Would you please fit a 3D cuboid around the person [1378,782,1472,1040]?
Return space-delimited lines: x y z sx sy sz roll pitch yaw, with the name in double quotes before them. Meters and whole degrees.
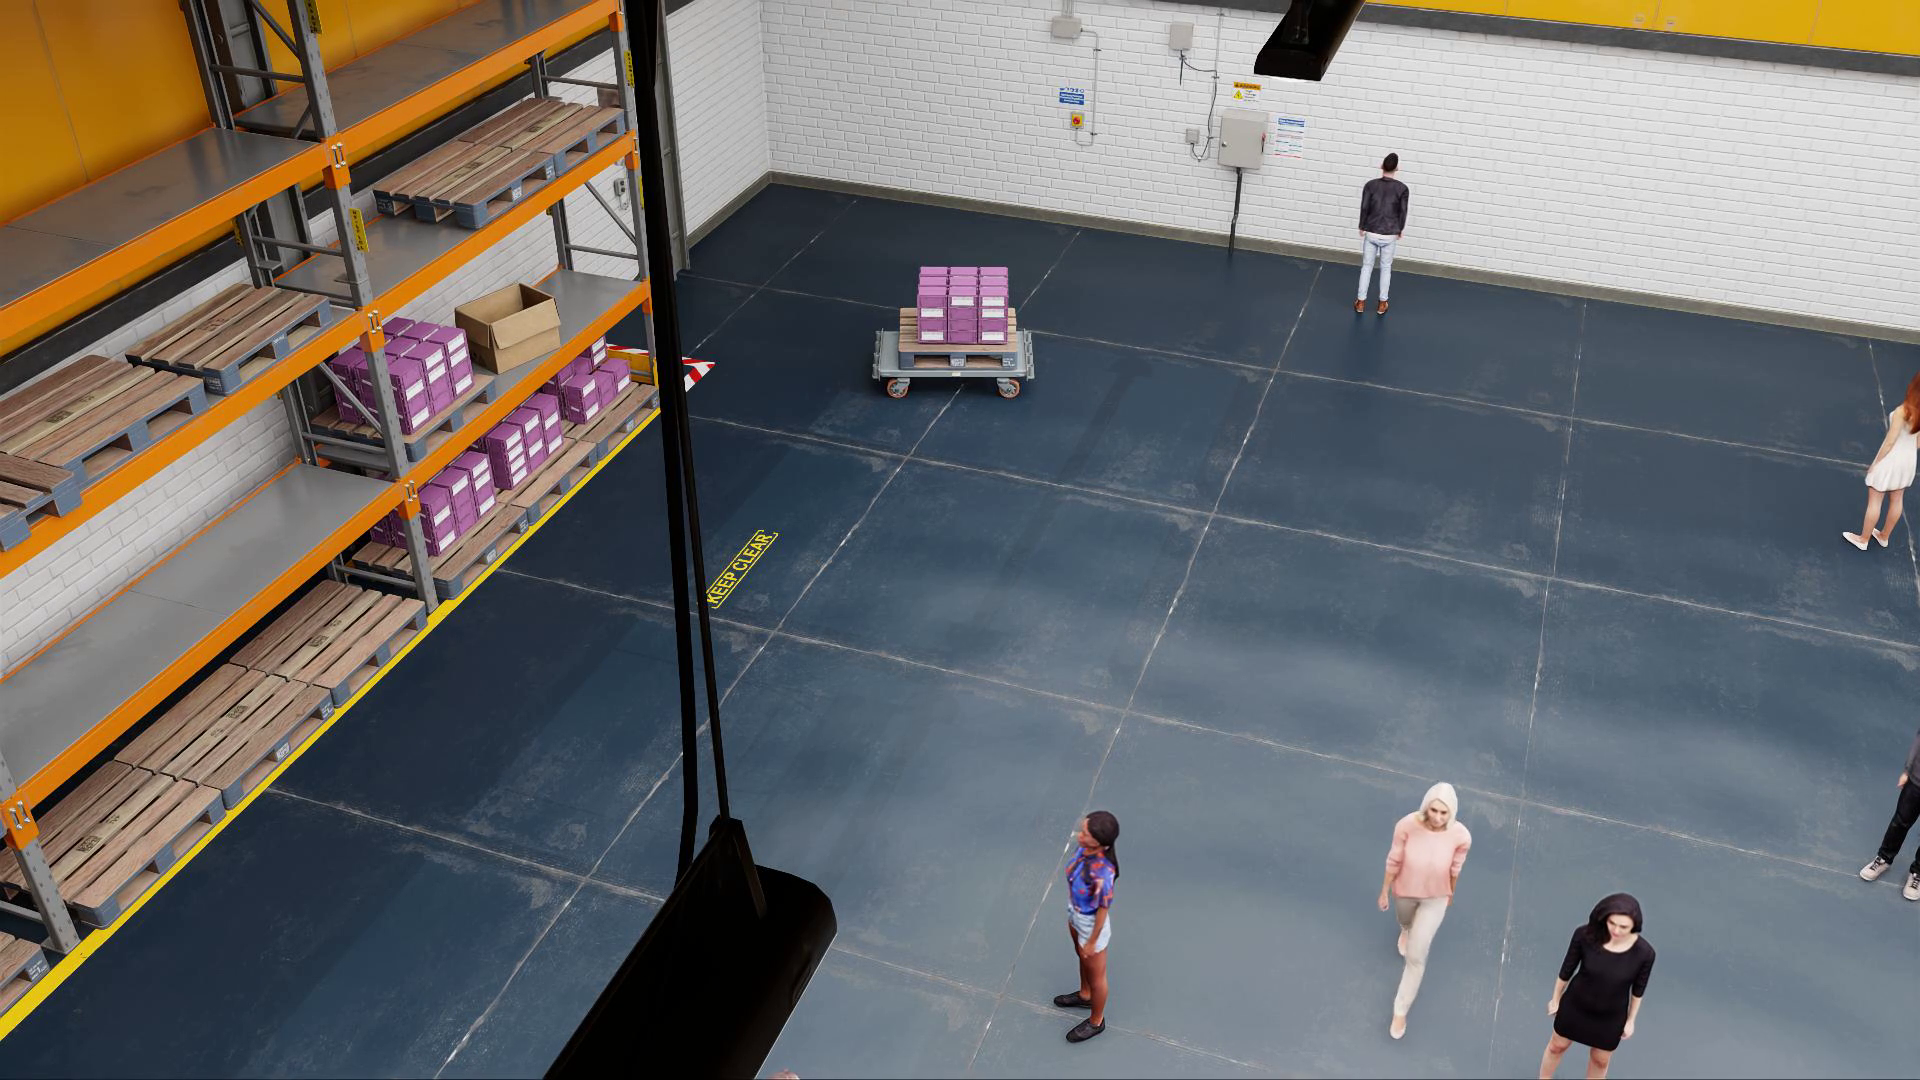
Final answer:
"person" 2.818 2.099 10.192 0.599 1.676 1.149 11 35 16

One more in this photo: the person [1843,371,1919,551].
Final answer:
"person" 8.084 -0.690 14.356 0.646 1.711 0.674 -7 34 -11

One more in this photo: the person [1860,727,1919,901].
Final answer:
"person" 6.415 1.581 10.890 0.691 1.765 0.676 28 42 35

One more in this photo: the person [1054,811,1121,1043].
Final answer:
"person" 0.777 2.268 9.879 0.727 1.741 0.622 -6 34 -10

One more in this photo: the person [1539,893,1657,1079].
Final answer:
"person" 3.533 2.635 9.270 0.625 1.803 0.523 15 37 22

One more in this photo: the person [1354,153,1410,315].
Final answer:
"person" 4.623 -3.362 18.263 0.669 1.836 0.565 9 35 13
